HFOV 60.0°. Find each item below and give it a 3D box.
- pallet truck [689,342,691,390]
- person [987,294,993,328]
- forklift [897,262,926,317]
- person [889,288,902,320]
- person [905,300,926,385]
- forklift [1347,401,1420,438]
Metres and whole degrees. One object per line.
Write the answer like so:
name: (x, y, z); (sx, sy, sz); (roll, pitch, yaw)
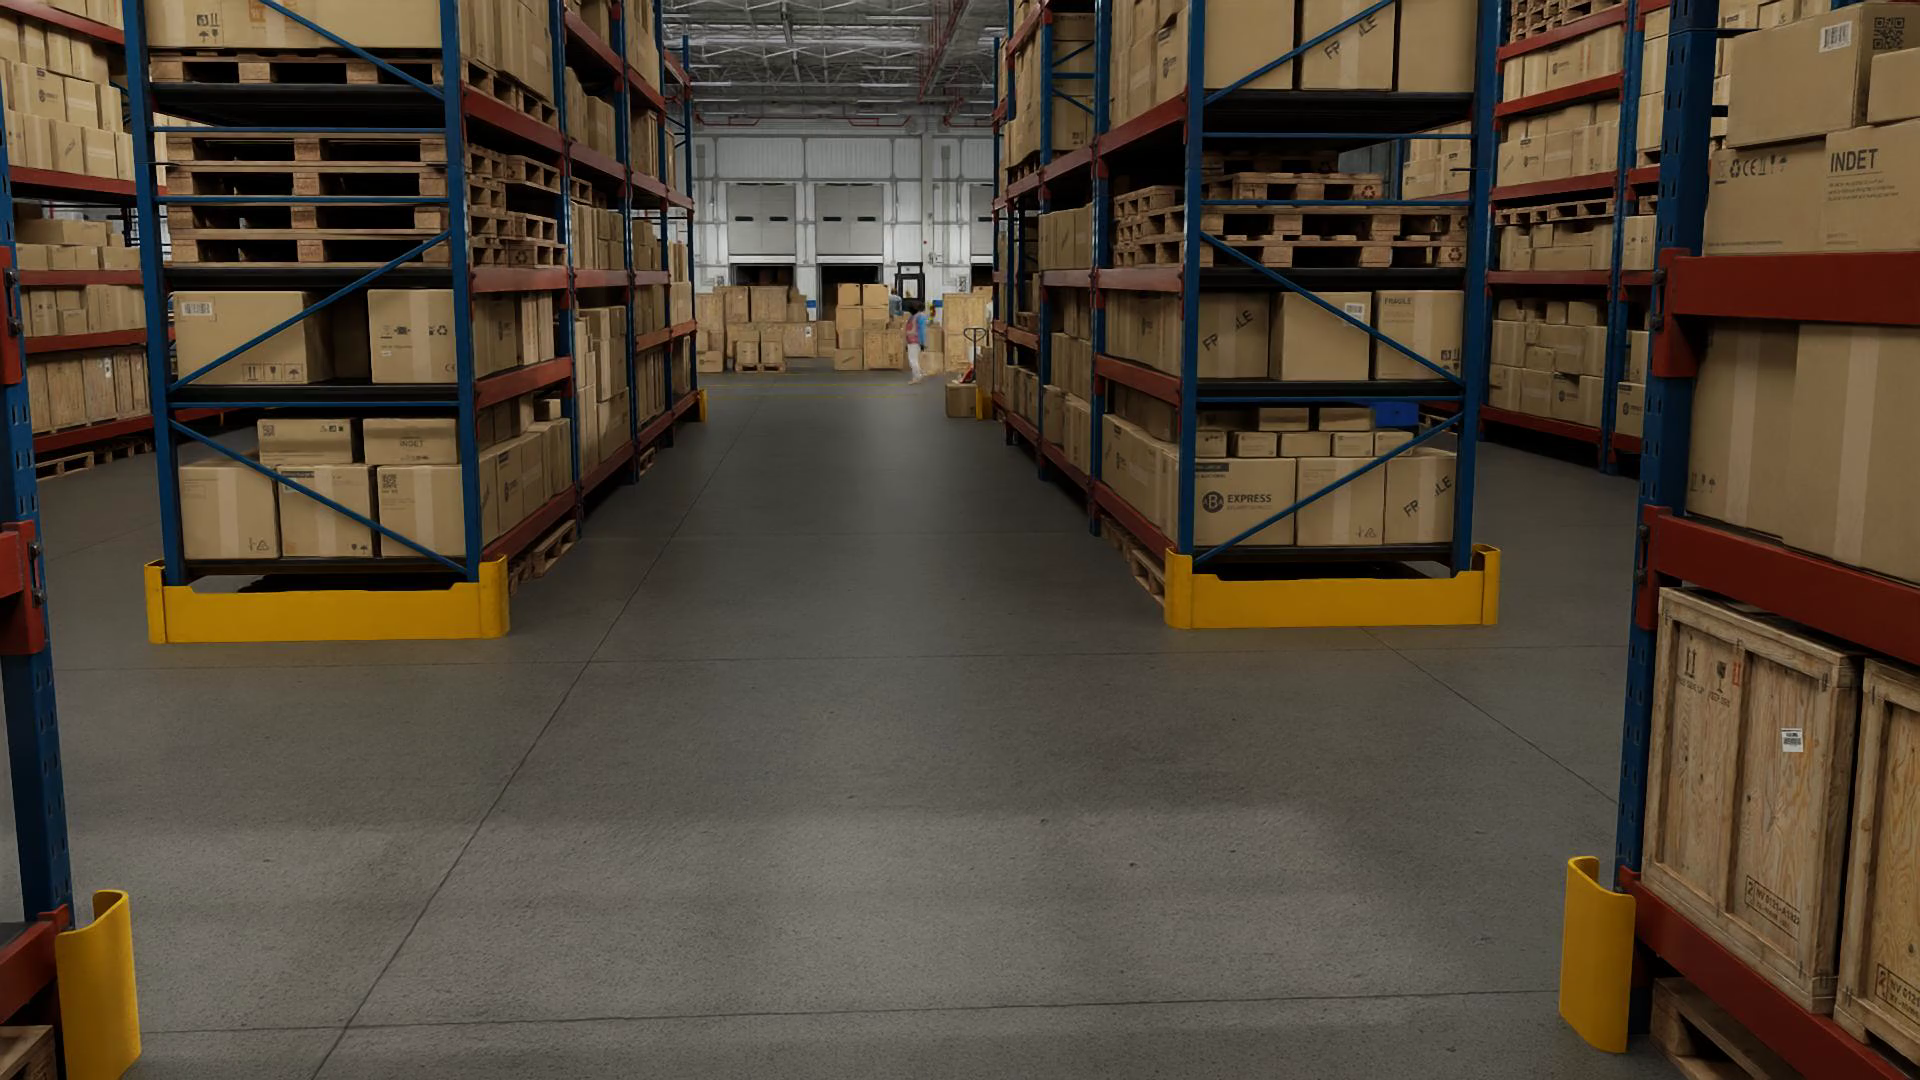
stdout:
pallet truck: (-5.225, -3.008, 27.480); (1.885, 1.965, 0.823); (2, 9, 14)
person: (0.944, -5.546, 43.648); (0.624, 1.930, 0.380); (0, 9, -1)
forklift: (-1.777, -8.547, 59.496); (1.129, 2.768, 1.873); (-1, 9, -4)
person: (-2.312, -7.827, 57.970); (0.637, 1.929, 0.368); (3, 10, 20)
person: (-0.986, -4.200, 35.513); (0.467, 1.823, 0.648); (-5, 10, -29)
forklift: (5.407, -2.747, 23.076); (1.129, 2.768, 1.873); (-5, 10, -29)
